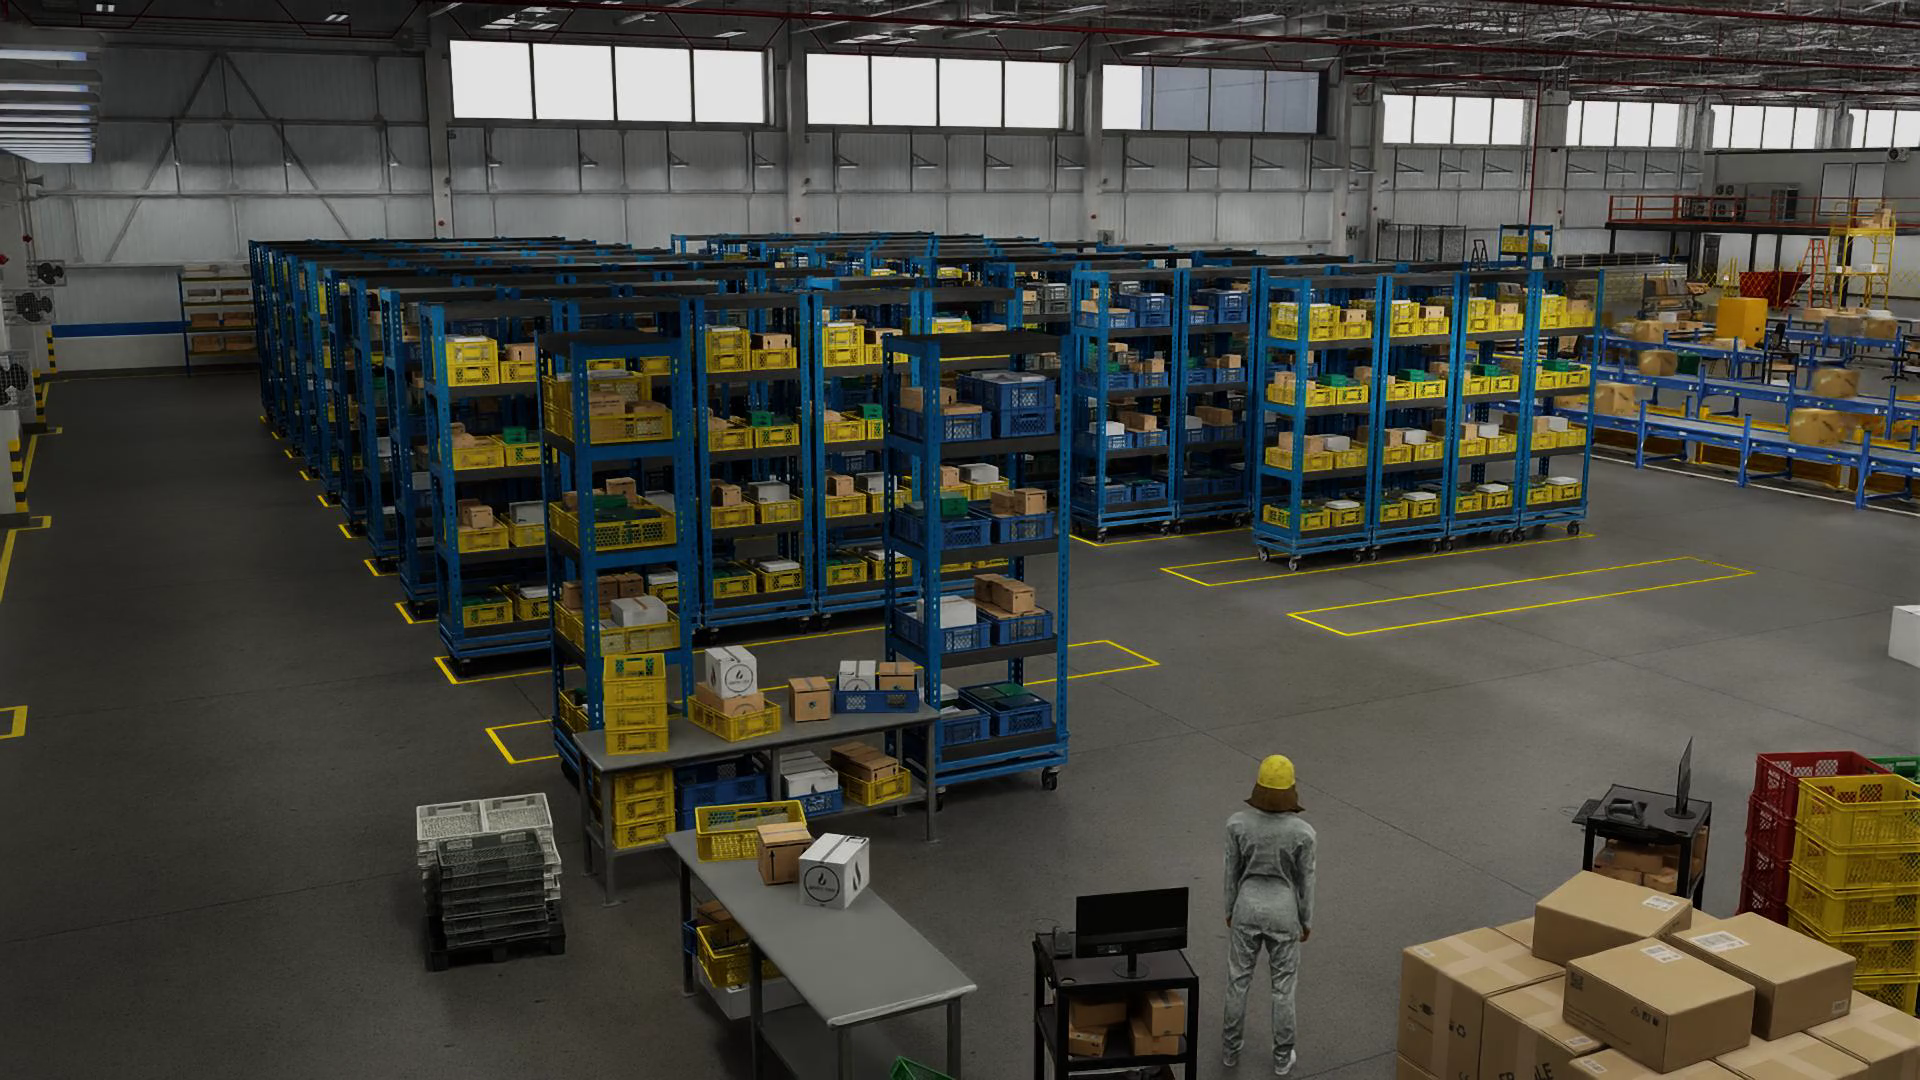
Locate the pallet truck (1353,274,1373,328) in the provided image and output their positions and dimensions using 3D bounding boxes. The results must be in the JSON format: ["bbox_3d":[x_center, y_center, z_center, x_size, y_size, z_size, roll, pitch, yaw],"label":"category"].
[{"bbox_3d":[13.011,-8.050,55.243,0.823,1.965,1.885,-7,14,-28],"label":"pallet truck"}]

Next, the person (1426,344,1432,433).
[{"bbox_3d":[8.360,-2.576,29.859,0.649,1.904,0.401,-1,12,-7],"label":"person"}]

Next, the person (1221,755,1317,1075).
[{"bbox_3d":[1.648,1.991,8.905,0.485,1.735,0.347,4,13,18],"label":"person"}]
